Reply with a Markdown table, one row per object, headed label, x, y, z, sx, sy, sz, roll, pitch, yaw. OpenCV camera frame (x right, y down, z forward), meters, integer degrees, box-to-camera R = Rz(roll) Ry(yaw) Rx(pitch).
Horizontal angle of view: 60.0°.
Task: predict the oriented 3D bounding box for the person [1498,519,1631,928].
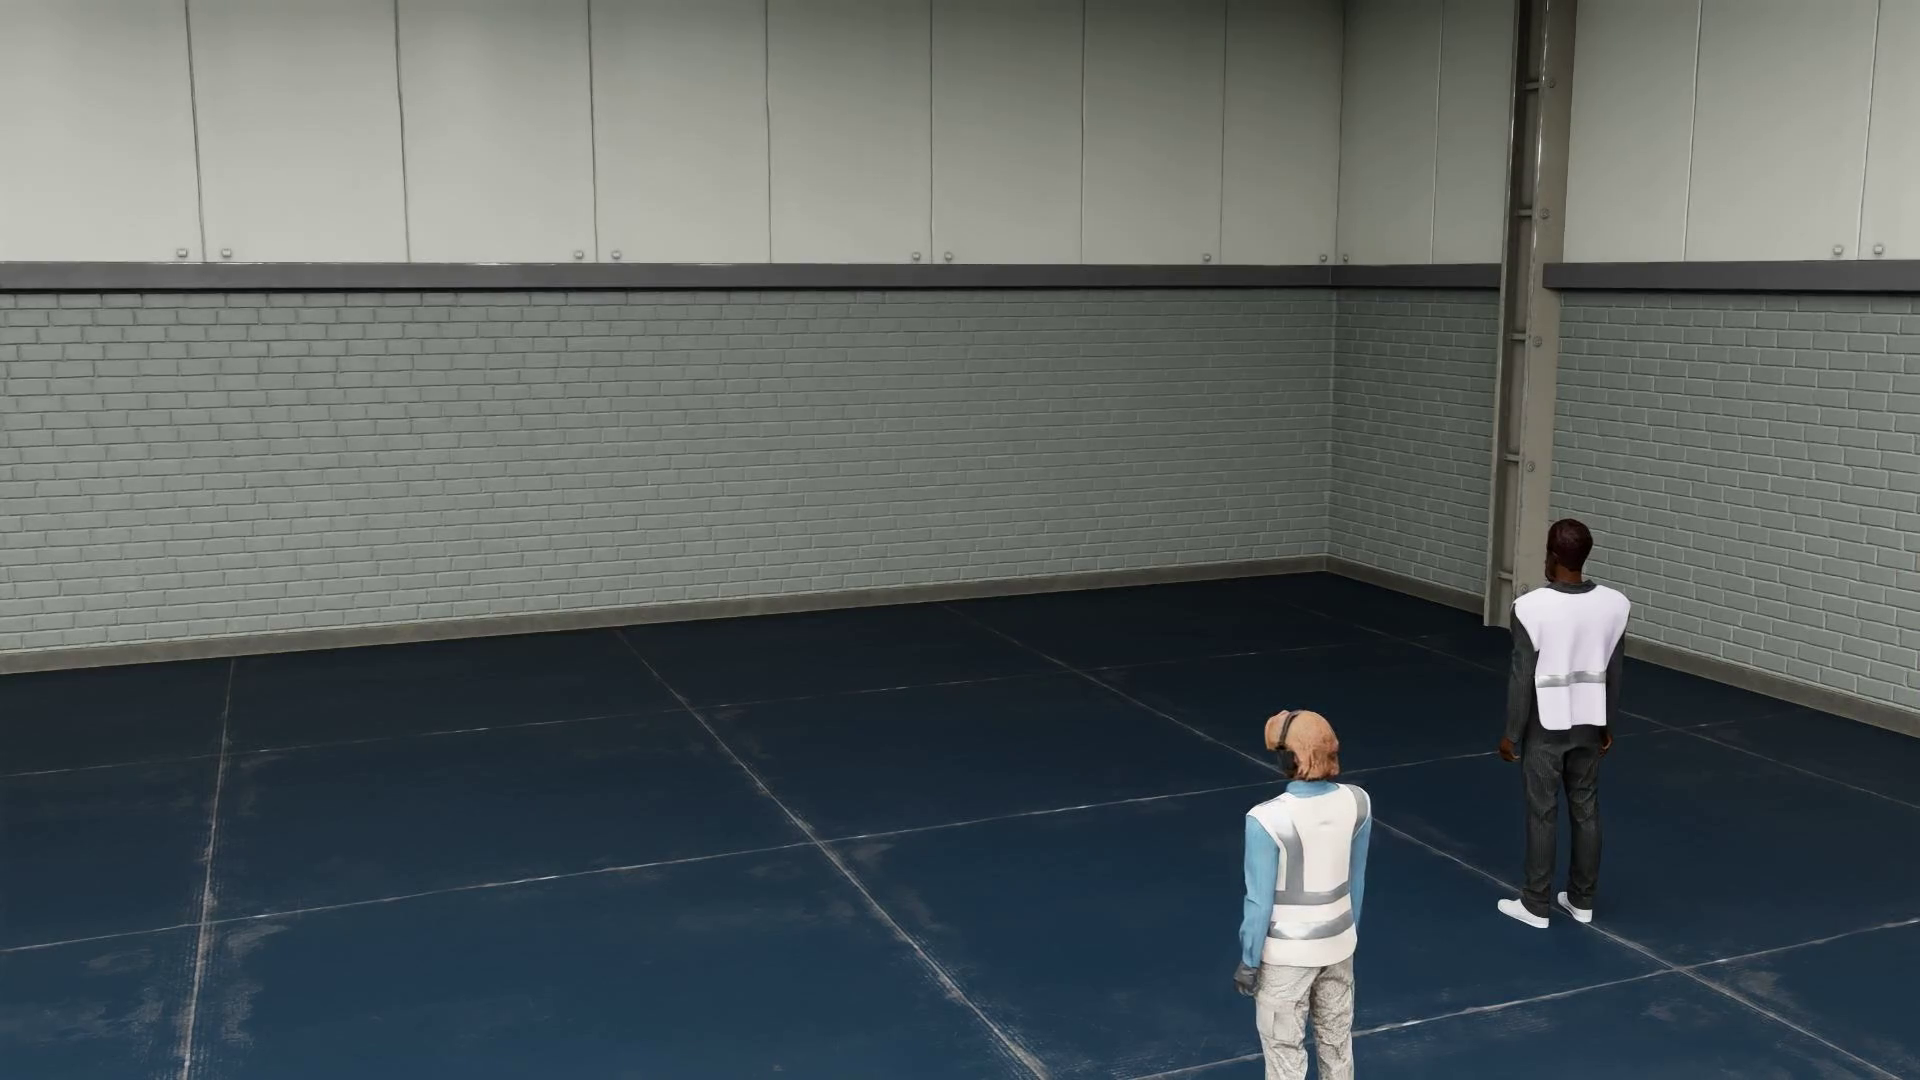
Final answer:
| label | x | y | z | sx | sy | sz | roll | pitch | yaw |
| --- | --- | --- | --- | --- | --- | --- | --- | --- | --- |
| person | 2.799 | 0.854 | 7.732 | 0.592 | 1.922 | 0.392 | -2 | 9 | -15 |

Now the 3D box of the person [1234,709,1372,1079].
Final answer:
| label | x | y | z | sx | sy | sz | roll | pitch | yaw |
| --- | --- | --- | --- | --- | --- | --- | --- | --- | --- |
| person | 1.125 | 1.356 | 5.463 | 0.510 | 1.639 | 0.308 | -5 | 11 | -31 |
